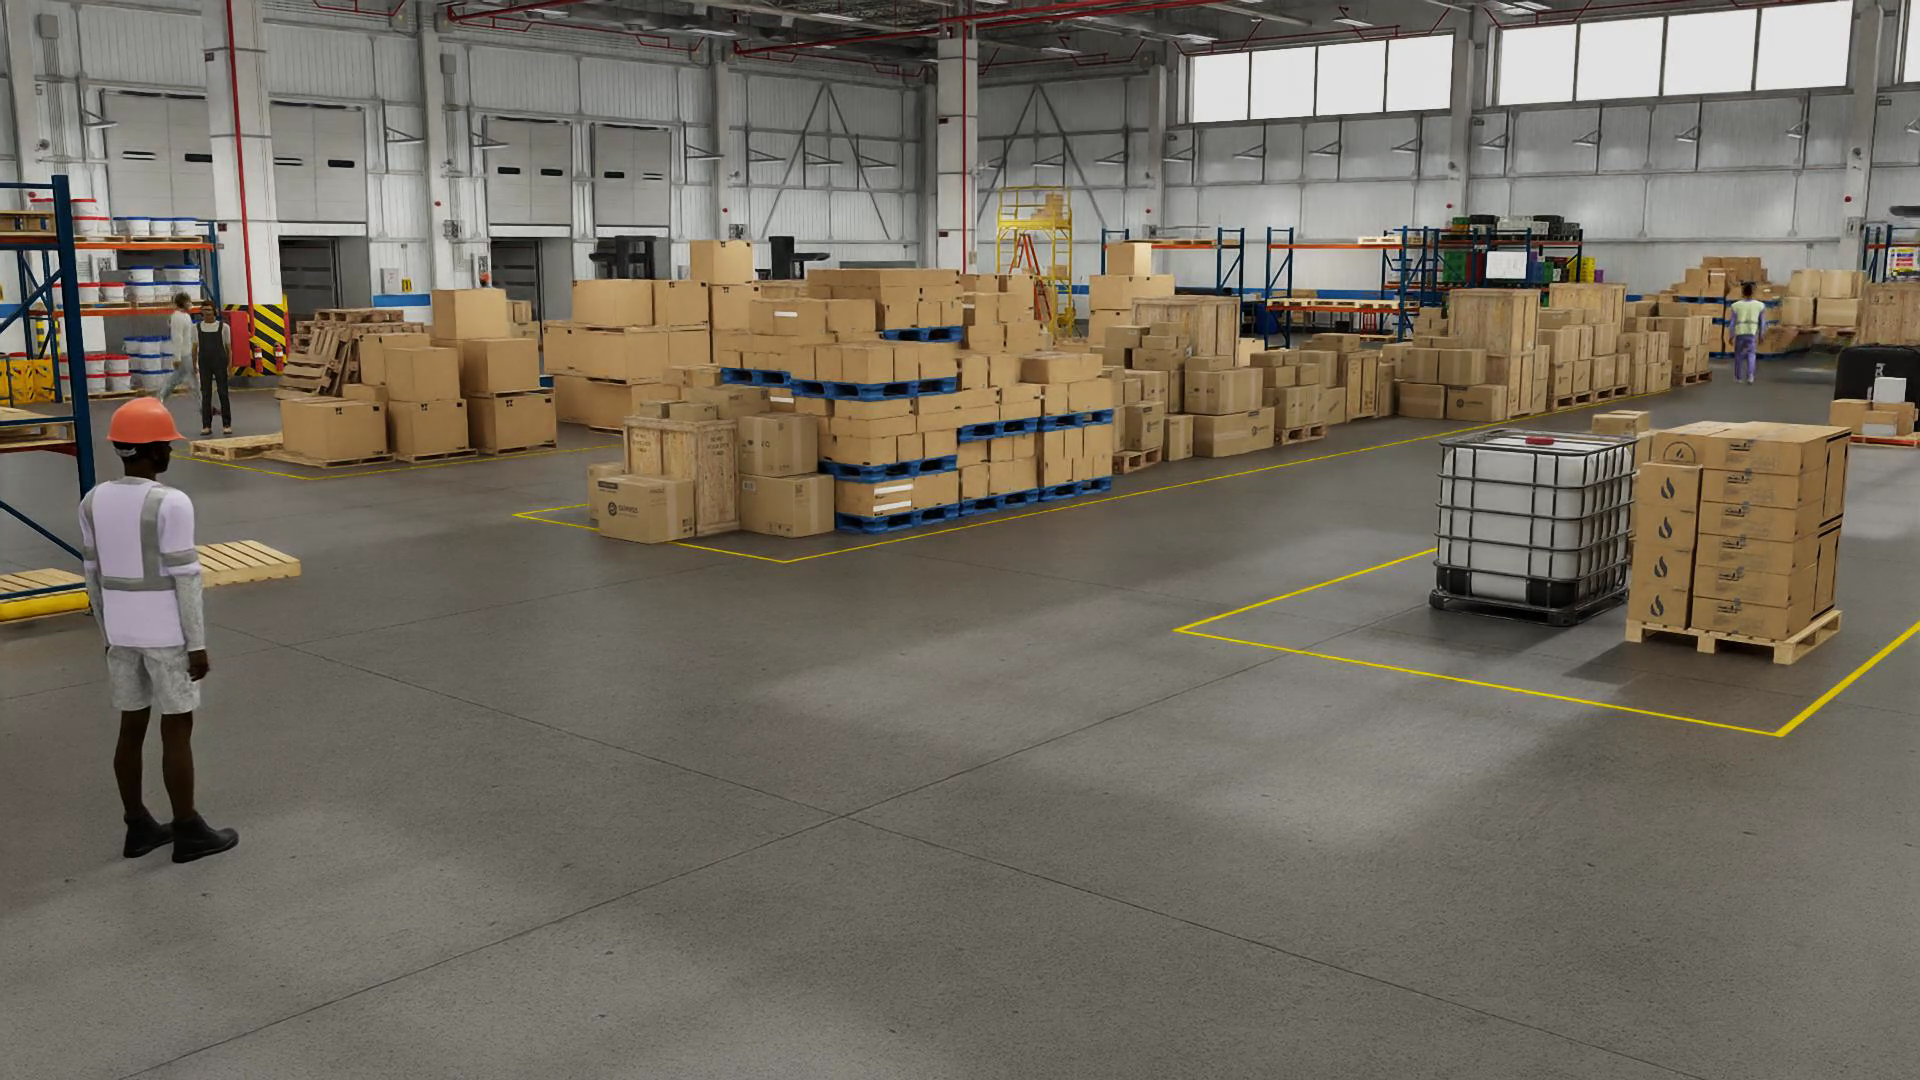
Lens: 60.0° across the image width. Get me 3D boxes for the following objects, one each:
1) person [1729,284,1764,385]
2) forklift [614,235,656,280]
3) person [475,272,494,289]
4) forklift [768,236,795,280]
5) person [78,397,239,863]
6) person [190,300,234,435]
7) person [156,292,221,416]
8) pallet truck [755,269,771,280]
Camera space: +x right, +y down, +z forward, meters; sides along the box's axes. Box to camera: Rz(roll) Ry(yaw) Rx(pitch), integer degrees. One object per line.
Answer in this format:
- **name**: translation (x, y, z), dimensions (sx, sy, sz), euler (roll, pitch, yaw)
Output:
- **person**: translation (14.773, -3.857, 31.237), dimensions (0.638, 1.876, 0.943), euler (3, 11, 19)
- **forklift**: translation (-7.246, -5.443, 37.381), dimensions (1.873, 2.768, 1.129), euler (8, 13, 39)
- **person**: translation (-12.301, -5.956, 42.991), dimensions (0.552, 1.935, 0.372), euler (3, 11, 19)
- **forklift**: translation (-4.268, -5.902, 39.996), dimensions (1.873, 2.768, 1.129), euler (2, 10, 13)
- **person**: translation (-3.352, 0.376, 6.929), dimensions (0.547, 1.938, 0.378), euler (3, 11, 19)
- **person**: translation (-10.221, -2.356, 22.747), dimensions (0.513, 1.845, 0.334), euler (-3, 10, -18)
- **person**: translation (-11.818, -2.814, 25.251), dimensions (1.029, 1.900, 0.632), euler (-4, 11, -21)
- **pallet truck**: translation (-4.996, -6.432, 45.525), dimensions (1.885, 1.965, 0.823), euler (-6, 12, -32)
